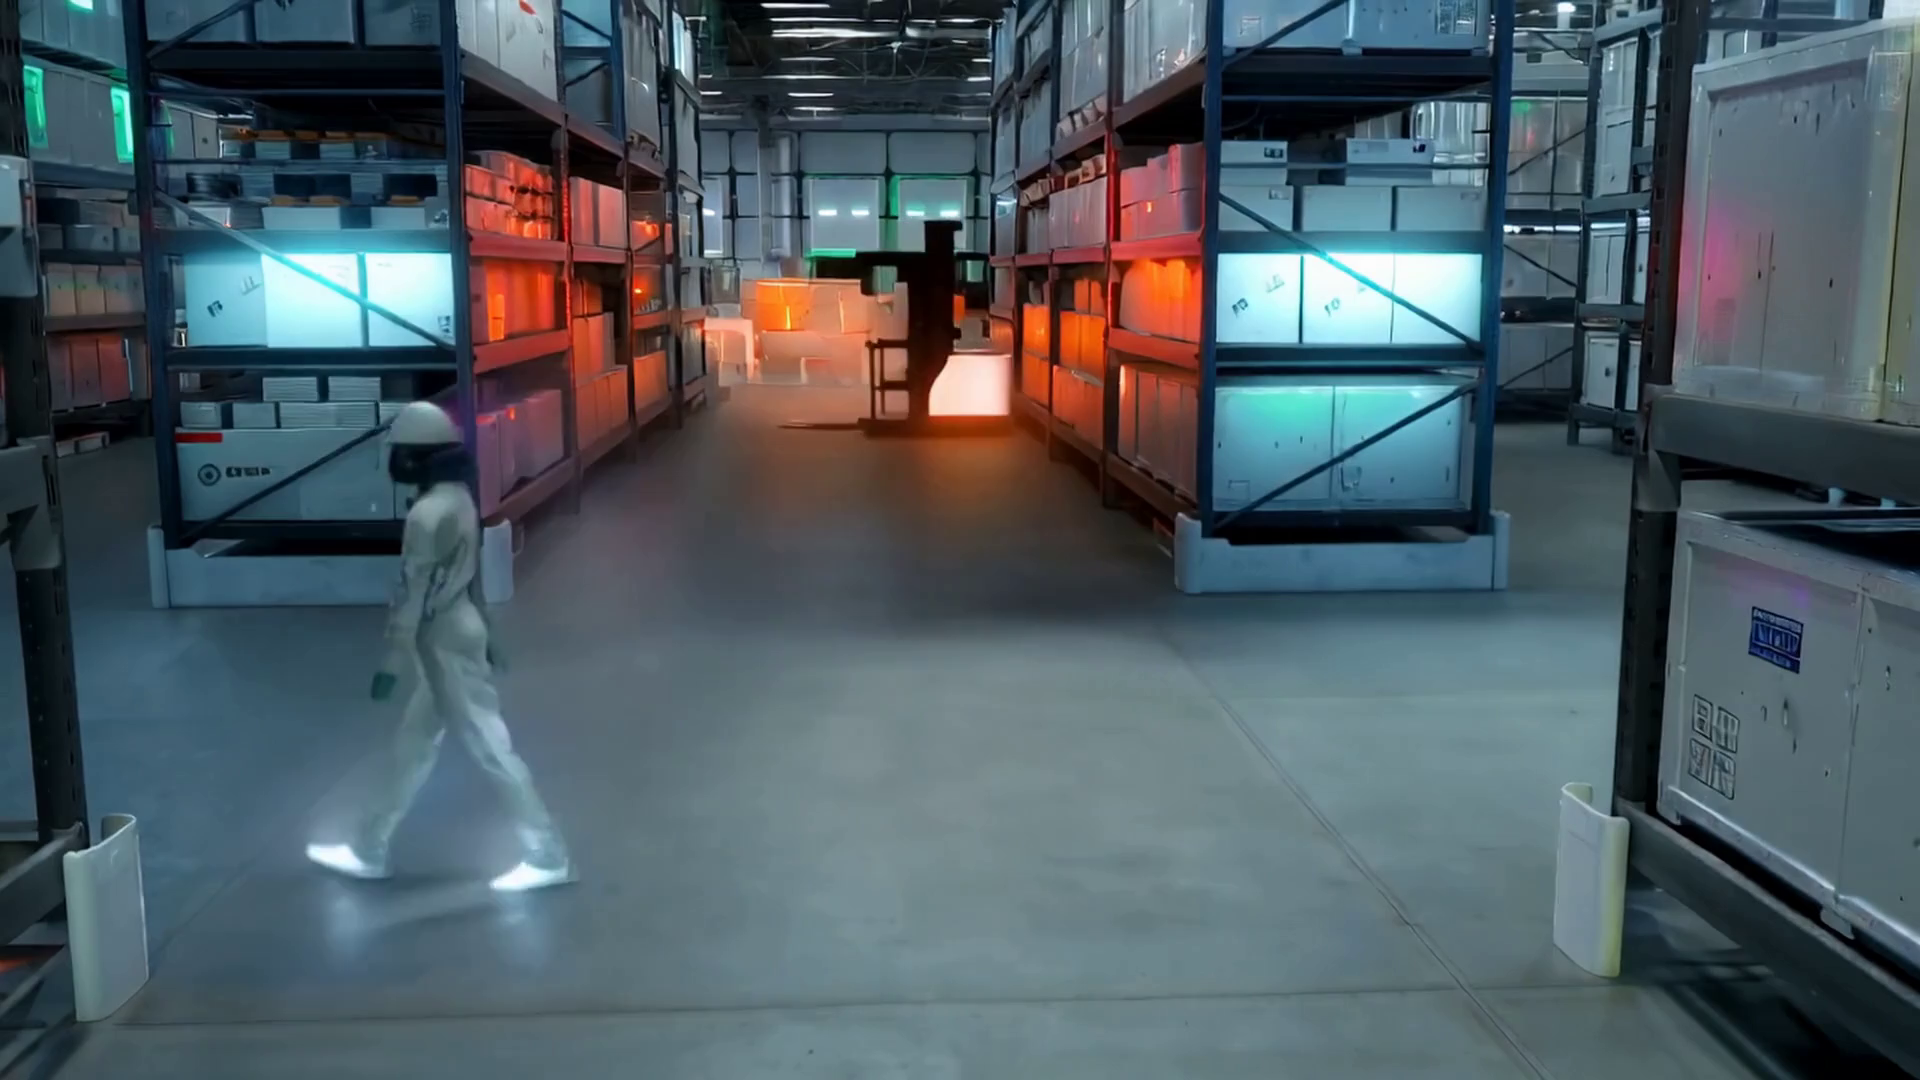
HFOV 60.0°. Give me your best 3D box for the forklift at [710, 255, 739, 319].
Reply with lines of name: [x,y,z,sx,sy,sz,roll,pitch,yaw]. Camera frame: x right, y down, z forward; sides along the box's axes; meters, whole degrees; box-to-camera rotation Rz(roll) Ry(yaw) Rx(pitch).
forklift: [-8.368,-8.713,59.038,1.129,2.768,1.873,-1,9,-4]

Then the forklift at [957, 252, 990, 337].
forklift: [0.387,-7.328,50.344,1.129,2.768,1.873,-1,9,-4]

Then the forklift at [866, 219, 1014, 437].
forklift: [-0.242,-2.787,21.828,1.873,2.768,1.129,1,9,4]

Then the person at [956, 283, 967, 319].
person: [0.134,-5.630,42.711,0.819,1.908,0.648,2,9,15]

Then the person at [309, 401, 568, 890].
person: [-1.790,0.379,5.671,0.915,1.693,0.495,-1,9,-8]
